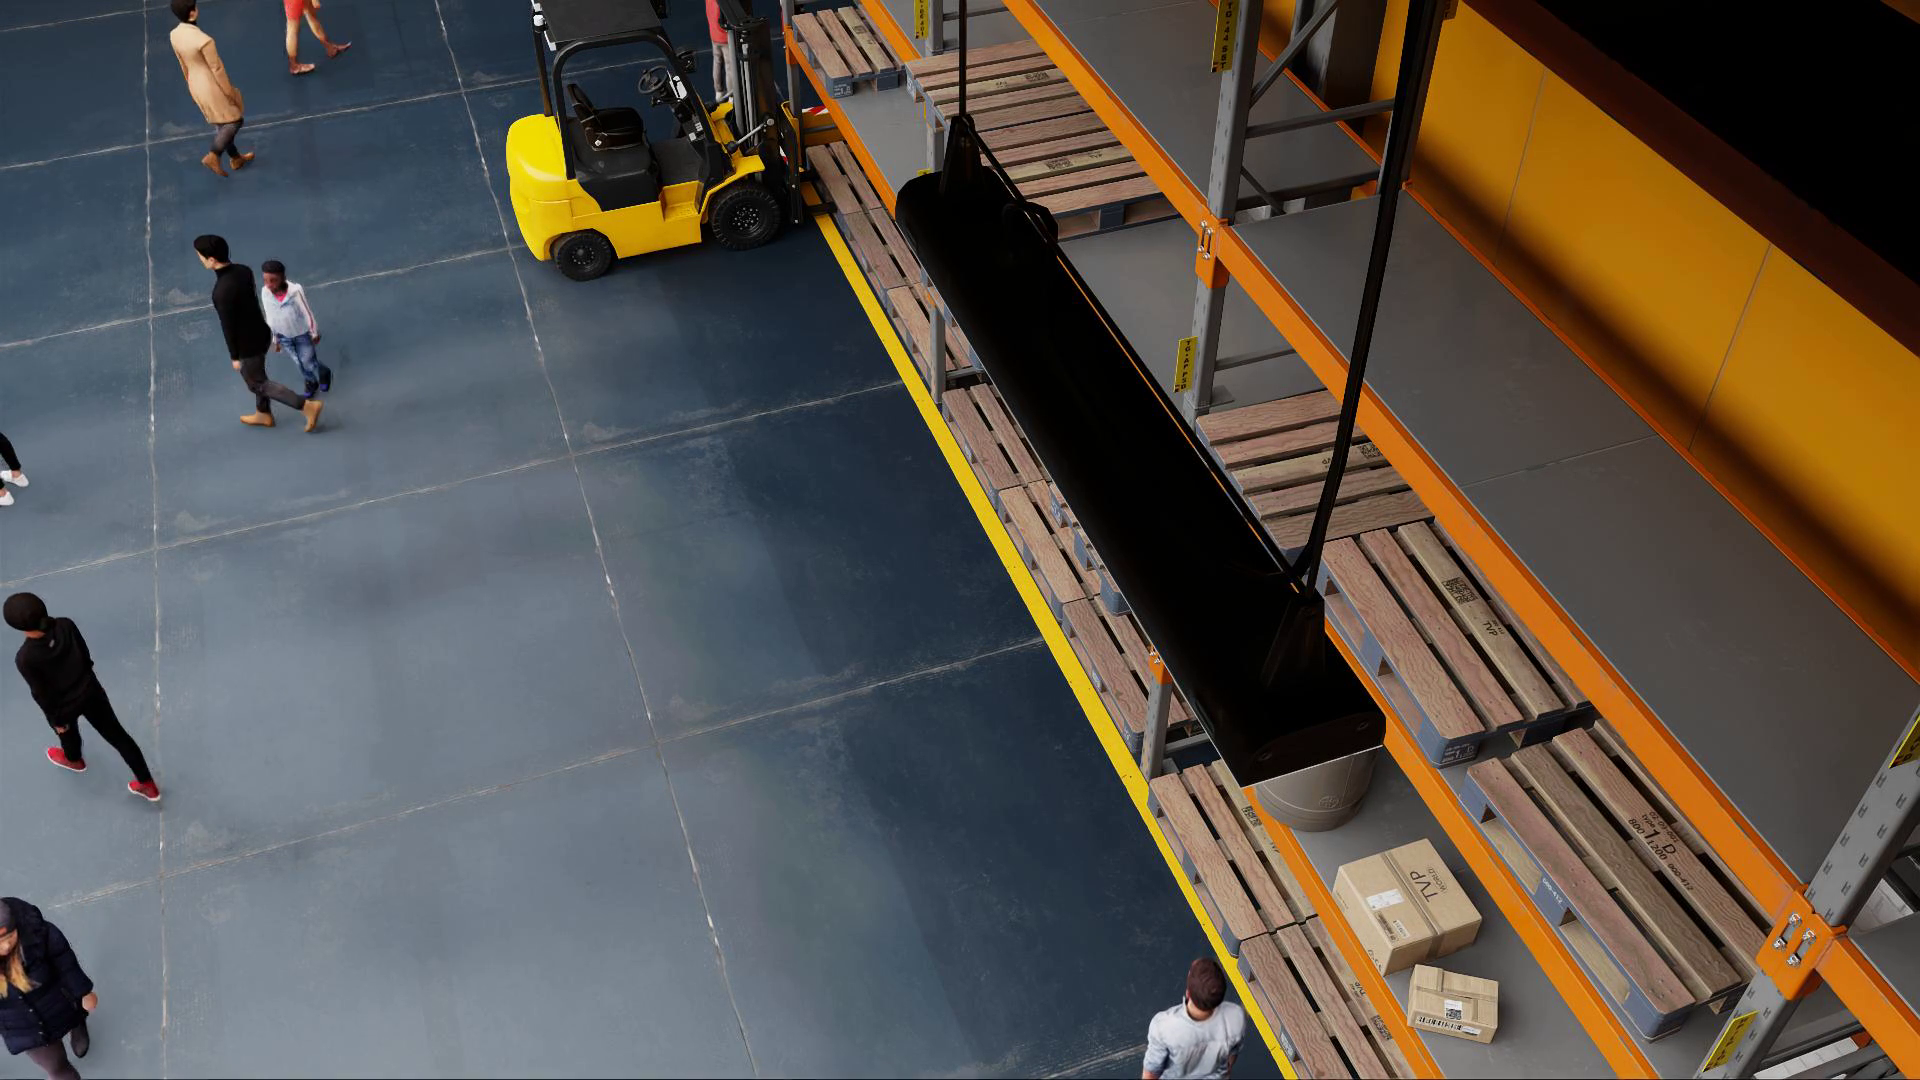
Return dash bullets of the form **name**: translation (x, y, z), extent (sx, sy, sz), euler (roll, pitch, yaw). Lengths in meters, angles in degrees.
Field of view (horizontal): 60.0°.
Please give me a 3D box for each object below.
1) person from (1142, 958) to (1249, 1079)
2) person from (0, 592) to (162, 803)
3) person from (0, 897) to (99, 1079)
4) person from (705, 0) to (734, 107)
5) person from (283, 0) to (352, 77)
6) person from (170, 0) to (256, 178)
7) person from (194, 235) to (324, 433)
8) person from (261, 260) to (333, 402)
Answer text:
- **person**: translation (1.101, 2.585, 7.965), extent (0.687, 1.847, 0.620), euler (-7, 44, -7)
- **person**: translation (-5.166, 0.960, 9.830), extent (1.139, 1.628, 1.079), euler (18, 46, 18)
- **person**: translation (-4.677, 2.275, 8.450), extent (0.799, 1.627, 1.146), euler (-20, 47, -20)
- **person**: translation (-2.309, -4.899, 16.132), extent (0.533, 1.417, 0.644), euler (34, 53, 30)
- **person**: translation (-6.694, -5.402, 16.464), extent (0.872, 1.688, 0.968), euler (-29, 51, -27)
- **person**: translation (-6.834, -4.058, 15.034), extent (0.941, 1.715, 0.994), euler (20, 47, 20)
- **person**: translation (-5.217, -1.498, 12.353), extent (0.943, 1.706, 1.001), euler (-2, 44, -3)
- **person**: translation (-5.125, -1.664, 12.860), extent (0.577, 1.248, 0.630), euler (5, 44, 5)
